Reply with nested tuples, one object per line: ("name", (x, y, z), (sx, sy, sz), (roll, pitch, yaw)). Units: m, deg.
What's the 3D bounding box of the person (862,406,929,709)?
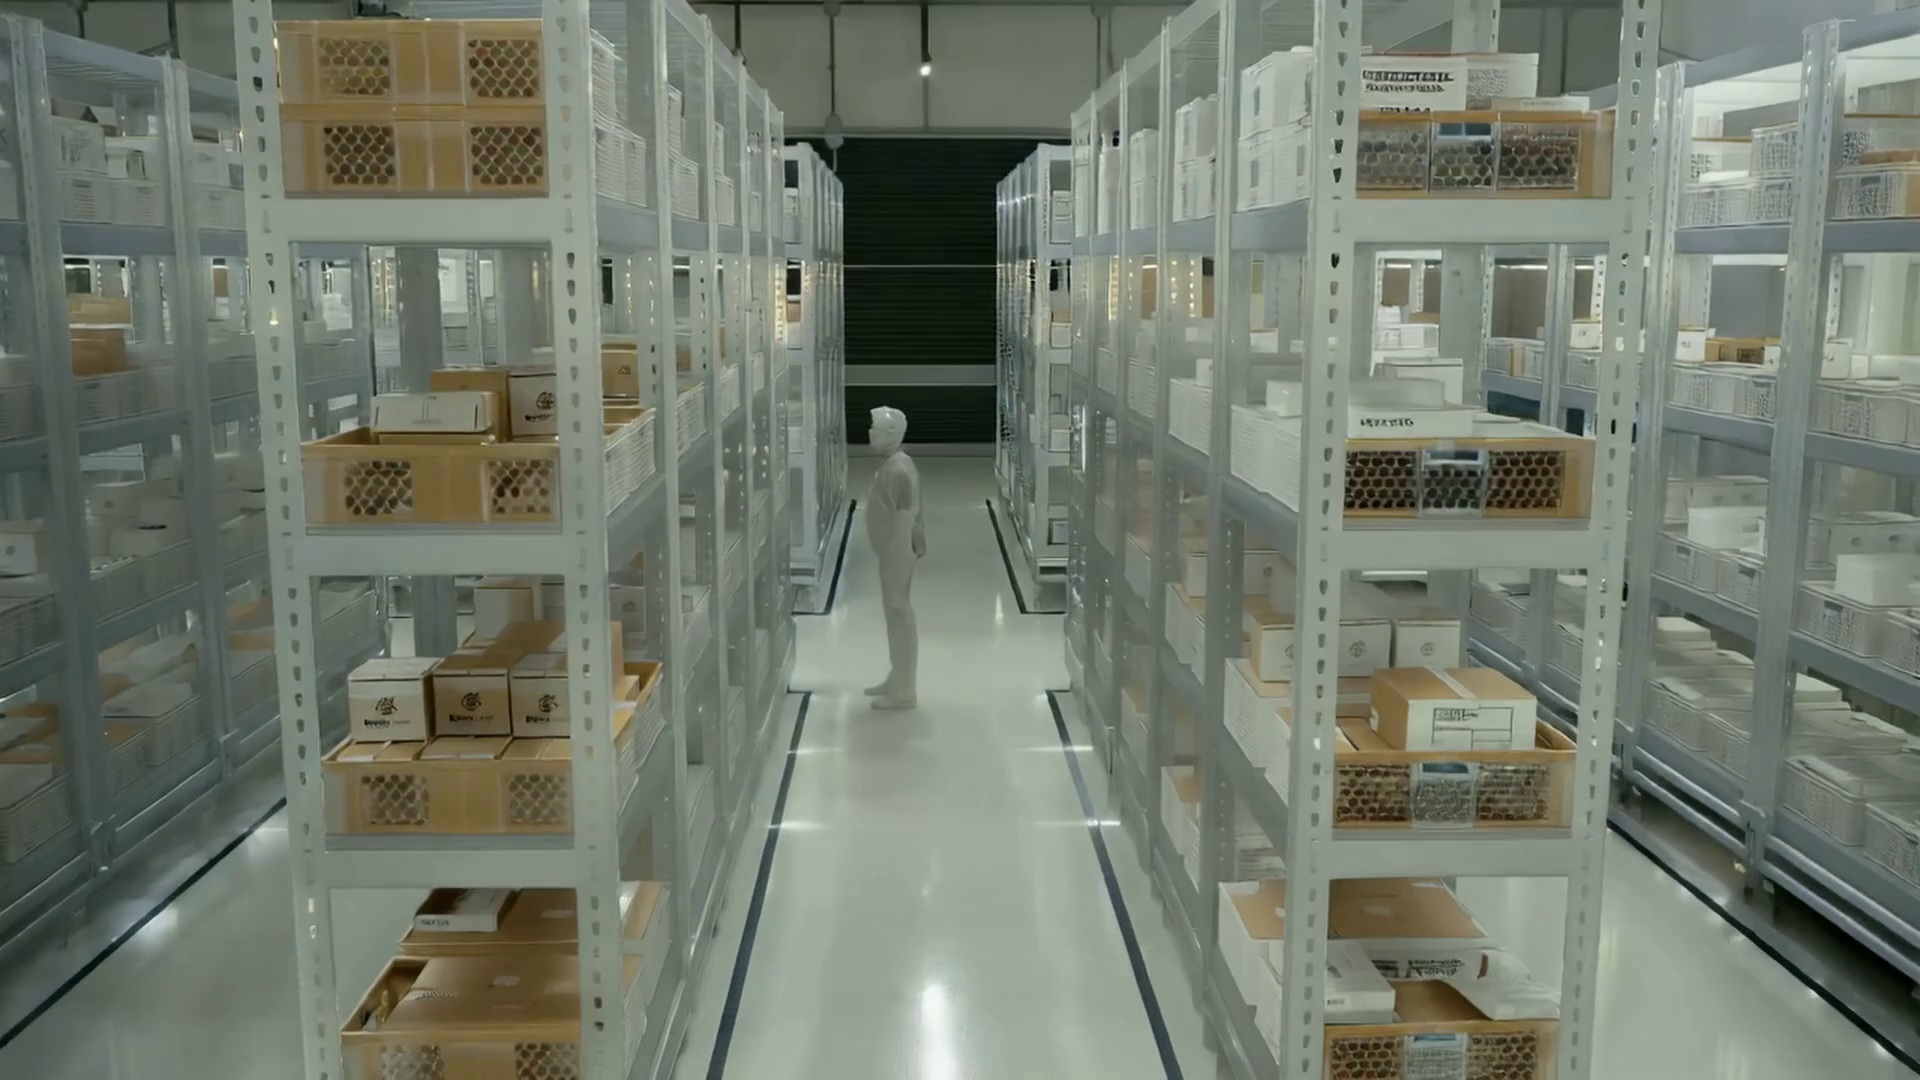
("person", (-0.392, 0.102, 10.167), (0.390, 1.847, 0.563), (-1, 9, -9))
